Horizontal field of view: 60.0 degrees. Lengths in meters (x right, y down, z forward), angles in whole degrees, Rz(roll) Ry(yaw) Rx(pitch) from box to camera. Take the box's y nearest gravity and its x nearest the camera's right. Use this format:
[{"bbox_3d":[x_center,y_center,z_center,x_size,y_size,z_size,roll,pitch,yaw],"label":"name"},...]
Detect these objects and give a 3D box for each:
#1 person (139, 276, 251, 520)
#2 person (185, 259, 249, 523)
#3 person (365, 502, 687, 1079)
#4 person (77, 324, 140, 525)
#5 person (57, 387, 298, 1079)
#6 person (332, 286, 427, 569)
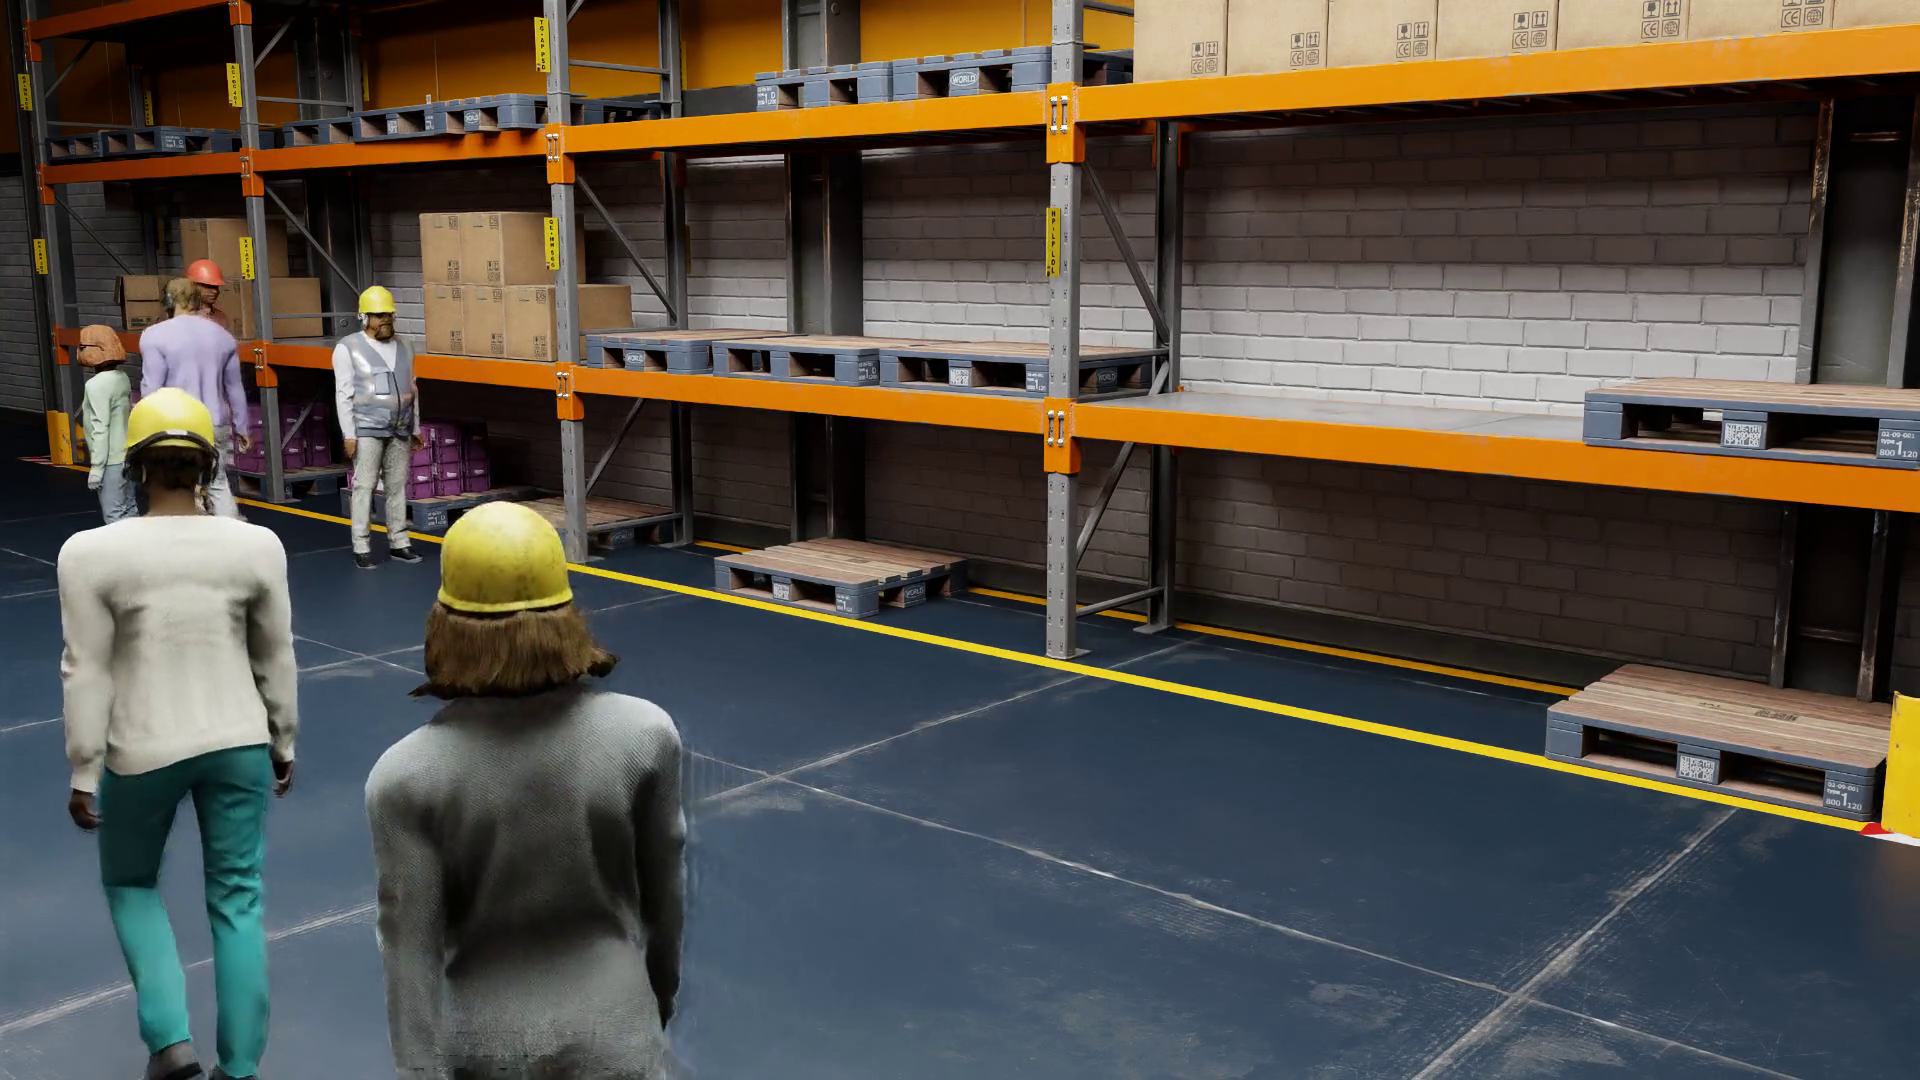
[{"bbox_3d":[-4.780,-0.673,10.353,0.558,1.899,0.818,5,11,29],"label":"person"},{"bbox_3d":[-5.532,-1.062,12.262,0.394,1.990,0.618,2,10,10],"label":"person"},{"bbox_3d":[-0.648,0.784,2.611,0.489,1.698,0.914,-4,11,-21],"label":"person"},{"bbox_3d":[-4.954,-0.433,9.698,0.280,1.636,0.502,-2,10,-10],"label":"person"},{"bbox_3d":[-1.867,0.509,4.020,0.545,1.736,0.468,-8,13,-38],"label":"person"},{"bbox_3d":[-3.762,-0.726,10.845,0.415,1.831,0.616,8,13,38],"label":"person"}]
